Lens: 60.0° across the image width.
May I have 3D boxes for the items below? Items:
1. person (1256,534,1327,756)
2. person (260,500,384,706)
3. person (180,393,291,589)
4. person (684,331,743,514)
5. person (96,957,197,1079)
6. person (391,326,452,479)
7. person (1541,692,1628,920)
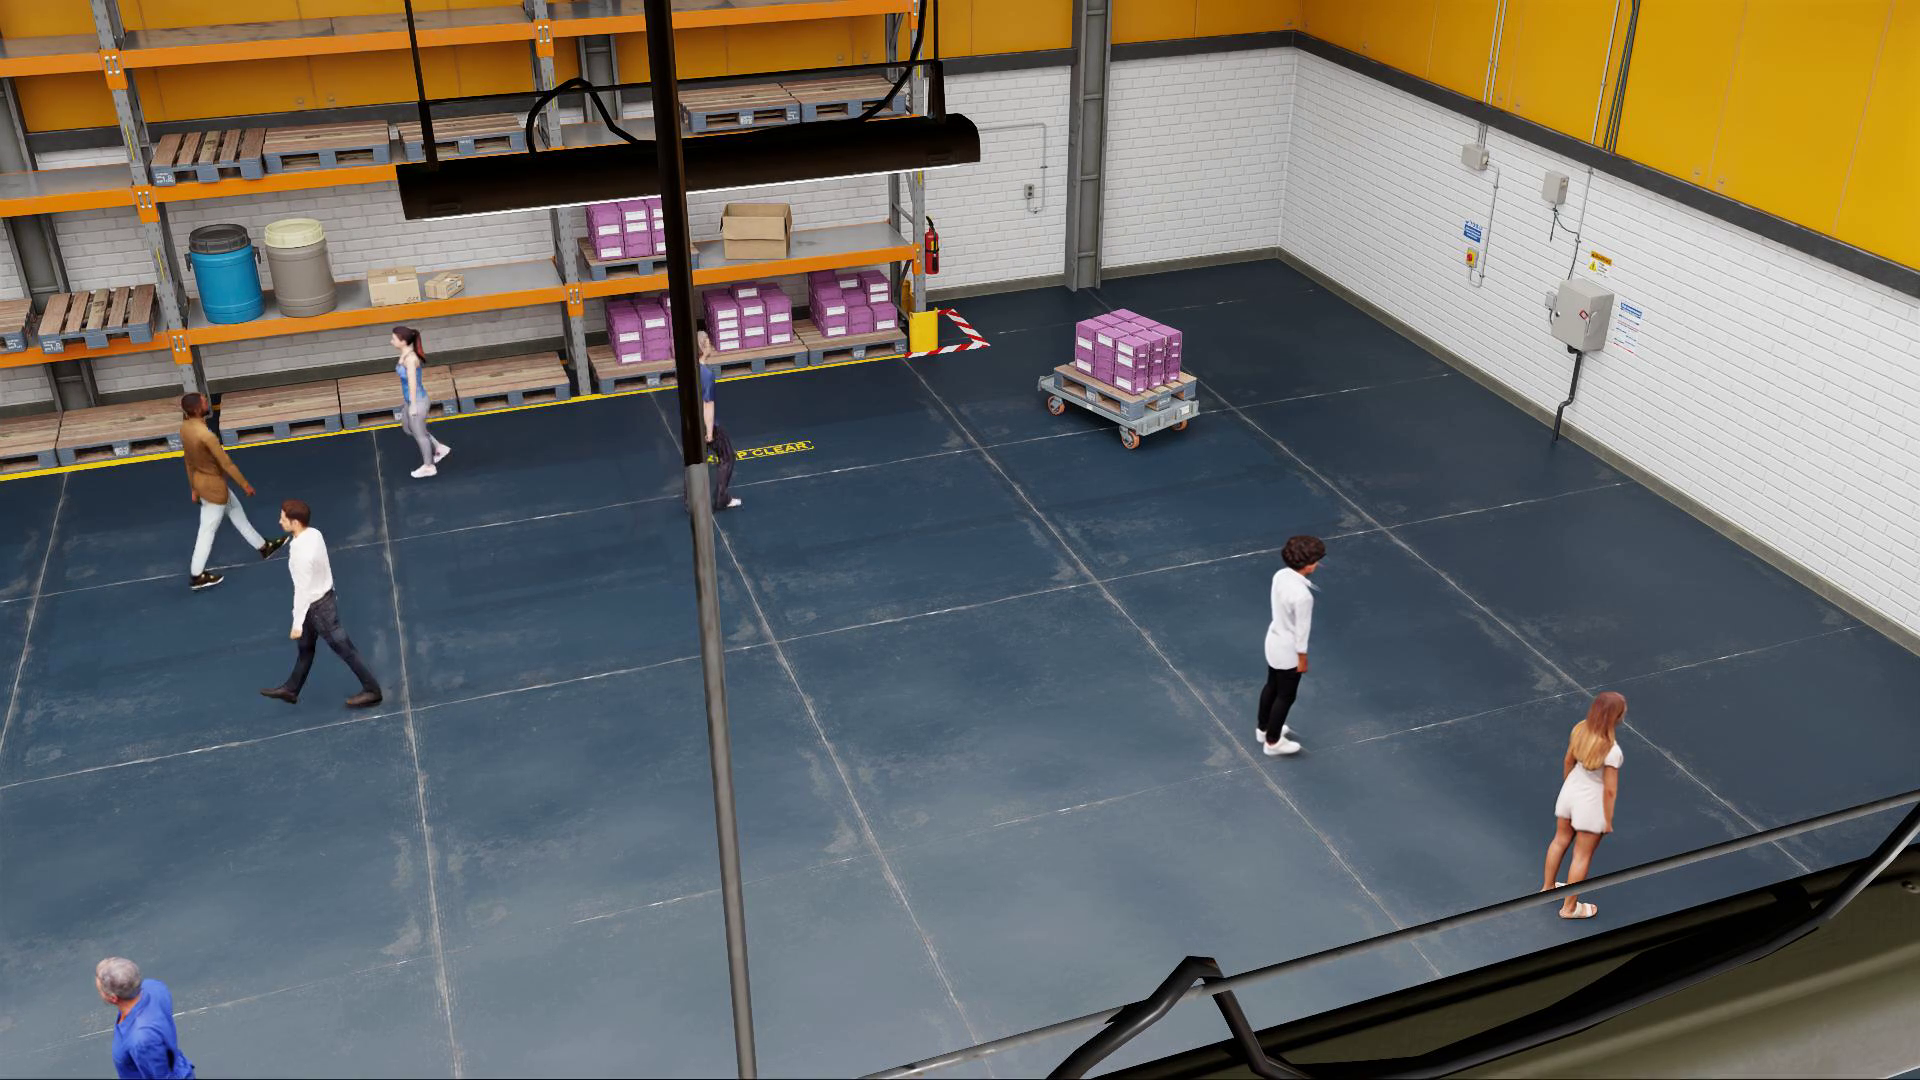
[{"bbox_3d":[2.443,0.783,12.440,0.625,1.803,0.651,-6,29,-10],"label":"person"},{"bbox_3d":[-4.849,0.531,12.871,1.163,1.833,0.760,-7,29,-12],"label":"person"},{"bbox_3d":[-6.651,-0.392,14.636,0.985,1.763,1.289,25,37,38],"label":"person"},{"bbox_3d":[-2.518,-1.072,15.791,0.881,1.851,0.822,-26,38,-38],"label":"person"},{"bbox_3d":[-4.102,2.858,8.612,0.543,1.826,0.713,-11,30,-19],"label":"person"},{"bbox_3d":[-5.369,-1.385,16.627,0.675,1.600,0.583,-12,31,-21],"label":"person"},{"bbox_3d":[4.074,1.710,10.853,0.531,1.695,0.562,-11,30,-19],"label":"person"}]
